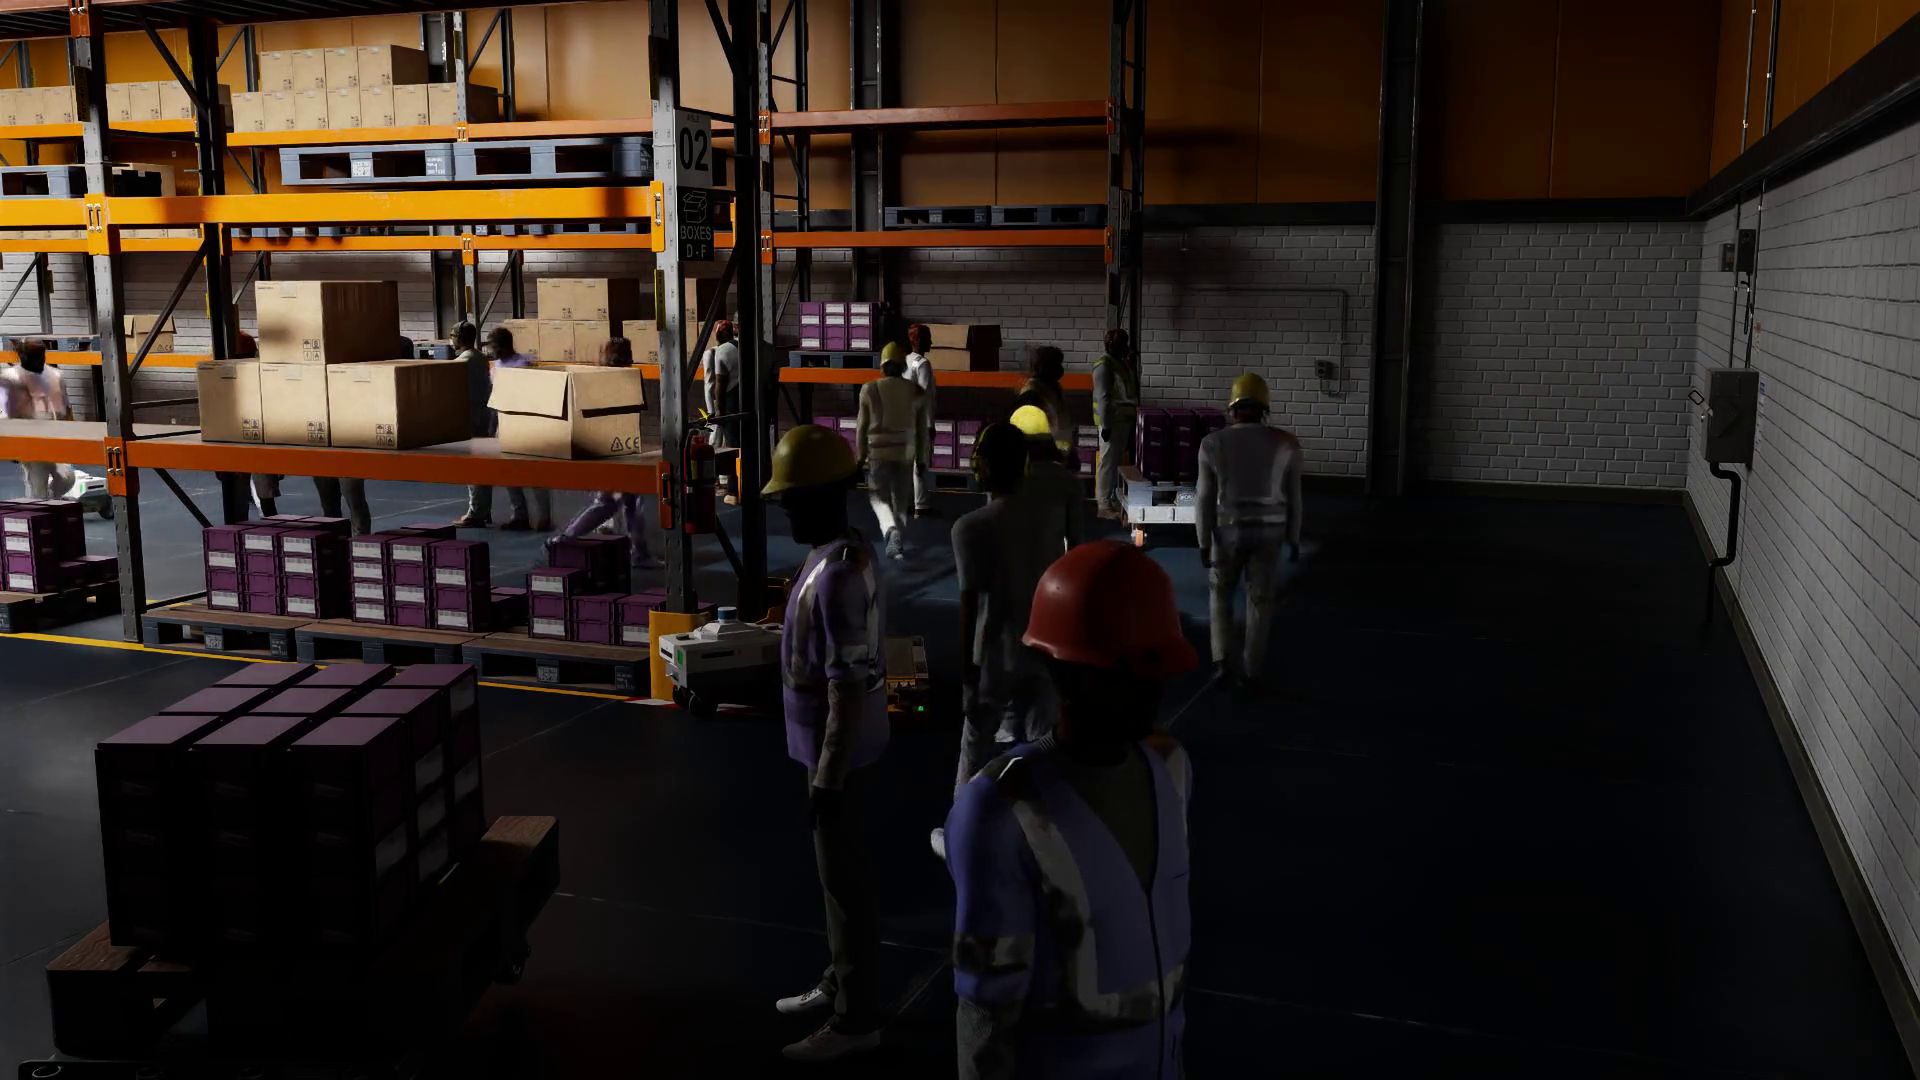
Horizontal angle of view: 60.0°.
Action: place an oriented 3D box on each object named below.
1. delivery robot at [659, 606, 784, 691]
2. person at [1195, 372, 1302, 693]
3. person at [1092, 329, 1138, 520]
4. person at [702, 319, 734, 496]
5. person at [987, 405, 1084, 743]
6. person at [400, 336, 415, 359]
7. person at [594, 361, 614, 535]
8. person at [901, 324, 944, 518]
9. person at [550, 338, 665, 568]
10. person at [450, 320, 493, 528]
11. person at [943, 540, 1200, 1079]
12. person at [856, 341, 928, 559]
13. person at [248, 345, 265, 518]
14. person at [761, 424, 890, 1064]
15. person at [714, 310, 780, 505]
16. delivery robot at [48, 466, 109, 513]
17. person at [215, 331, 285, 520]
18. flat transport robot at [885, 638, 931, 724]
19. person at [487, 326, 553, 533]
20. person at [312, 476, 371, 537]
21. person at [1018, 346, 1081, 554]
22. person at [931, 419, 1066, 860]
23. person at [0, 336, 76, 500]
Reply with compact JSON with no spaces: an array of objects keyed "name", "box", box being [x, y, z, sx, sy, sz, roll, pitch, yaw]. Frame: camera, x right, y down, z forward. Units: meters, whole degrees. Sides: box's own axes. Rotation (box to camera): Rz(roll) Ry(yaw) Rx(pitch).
[{"name":"delivery robot","box":[-1.258,0.605,9.018,0.707,0.478,0.477,-5,10,-29]},{"name":"person","box":[1.629,-0.037,9.388,0.601,1.817,0.428,1,9,7]},{"name":"person","box":[1.513,-1.126,16.154,0.429,1.842,0.636,4,10,23]},{"name":"person","box":[-2.537,-1.419,17.870,0.337,1.878,0.581,4,10,25]},{"name":"person","box":[0.368,0.202,8.200,0.500,1.716,0.471,-2,9,-11]},{"name":"person","box":[-6.742,-1.761,19.671,0.613,1.991,0.392,-3,10,-19]},{"name":"person","box":[-2.990,-0.699,14.104,0.309,1.638,0.522,-3,9,-17]},{"name":"person","box":[-0.395,-1.150,16.176,0.355,1.883,0.575,-5,10,-28]},{"name":"person","box":[-2.807,-0.666,13.209,0.870,1.874,0.662,-2,9,-12]},{"name":"person","box":[-4.584,-1.078,15.546,0.373,1.940,0.630,0,9,2]},{"name":"person","box":[0.230,0.953,2.794,0.362,1.935,0.553,8,12,43]},{"name":"person","box":[-0.542,-0.720,13.667,0.598,1.818,0.646,-3,9,-16]},{"name":"person","box":[-6.939,-1.087,16.352,0.952,1.705,0.561,9,13,44]},{"name":"person","box":[-0.400,0.607,5.016,0.371,1.923,0.586,-1,9,-7]},{"name":"person","box":[-2.225,-1.390,17.185,0.689,2.000,0.538,-4,10,-24]},{"name":"delivery robot","box":[-8.523,-0.496,15.932,0.707,0.478,0.477,4,10,23]},{"name":"person","box":[-5.474,-0.638,12.796,0.553,1.933,0.369,0,9,1]},{"name":"flat transport robot","box":[-0.512,0.754,9.261,0.652,0.197,1.431,0,9,-3]},{"name":"person","box":[-4.024,-1.009,15.264,0.680,1.901,0.489,8,12,40]},{"name":"person","box":[-4.892,-0.687,13.092,0.627,1.940,0.370,2,9,15]},{"name":"person","box":[0.681,-0.668,13.437,0.951,1.802,0.629,3,10,19]},{"name":"person","box":[0.186,0.452,6.324,0.524,1.823,0.955,-4,10,-22]},{"name":"person","box":[-8.111,-0.876,14.631,0.491,1.823,0.643,5,10,27]}]
